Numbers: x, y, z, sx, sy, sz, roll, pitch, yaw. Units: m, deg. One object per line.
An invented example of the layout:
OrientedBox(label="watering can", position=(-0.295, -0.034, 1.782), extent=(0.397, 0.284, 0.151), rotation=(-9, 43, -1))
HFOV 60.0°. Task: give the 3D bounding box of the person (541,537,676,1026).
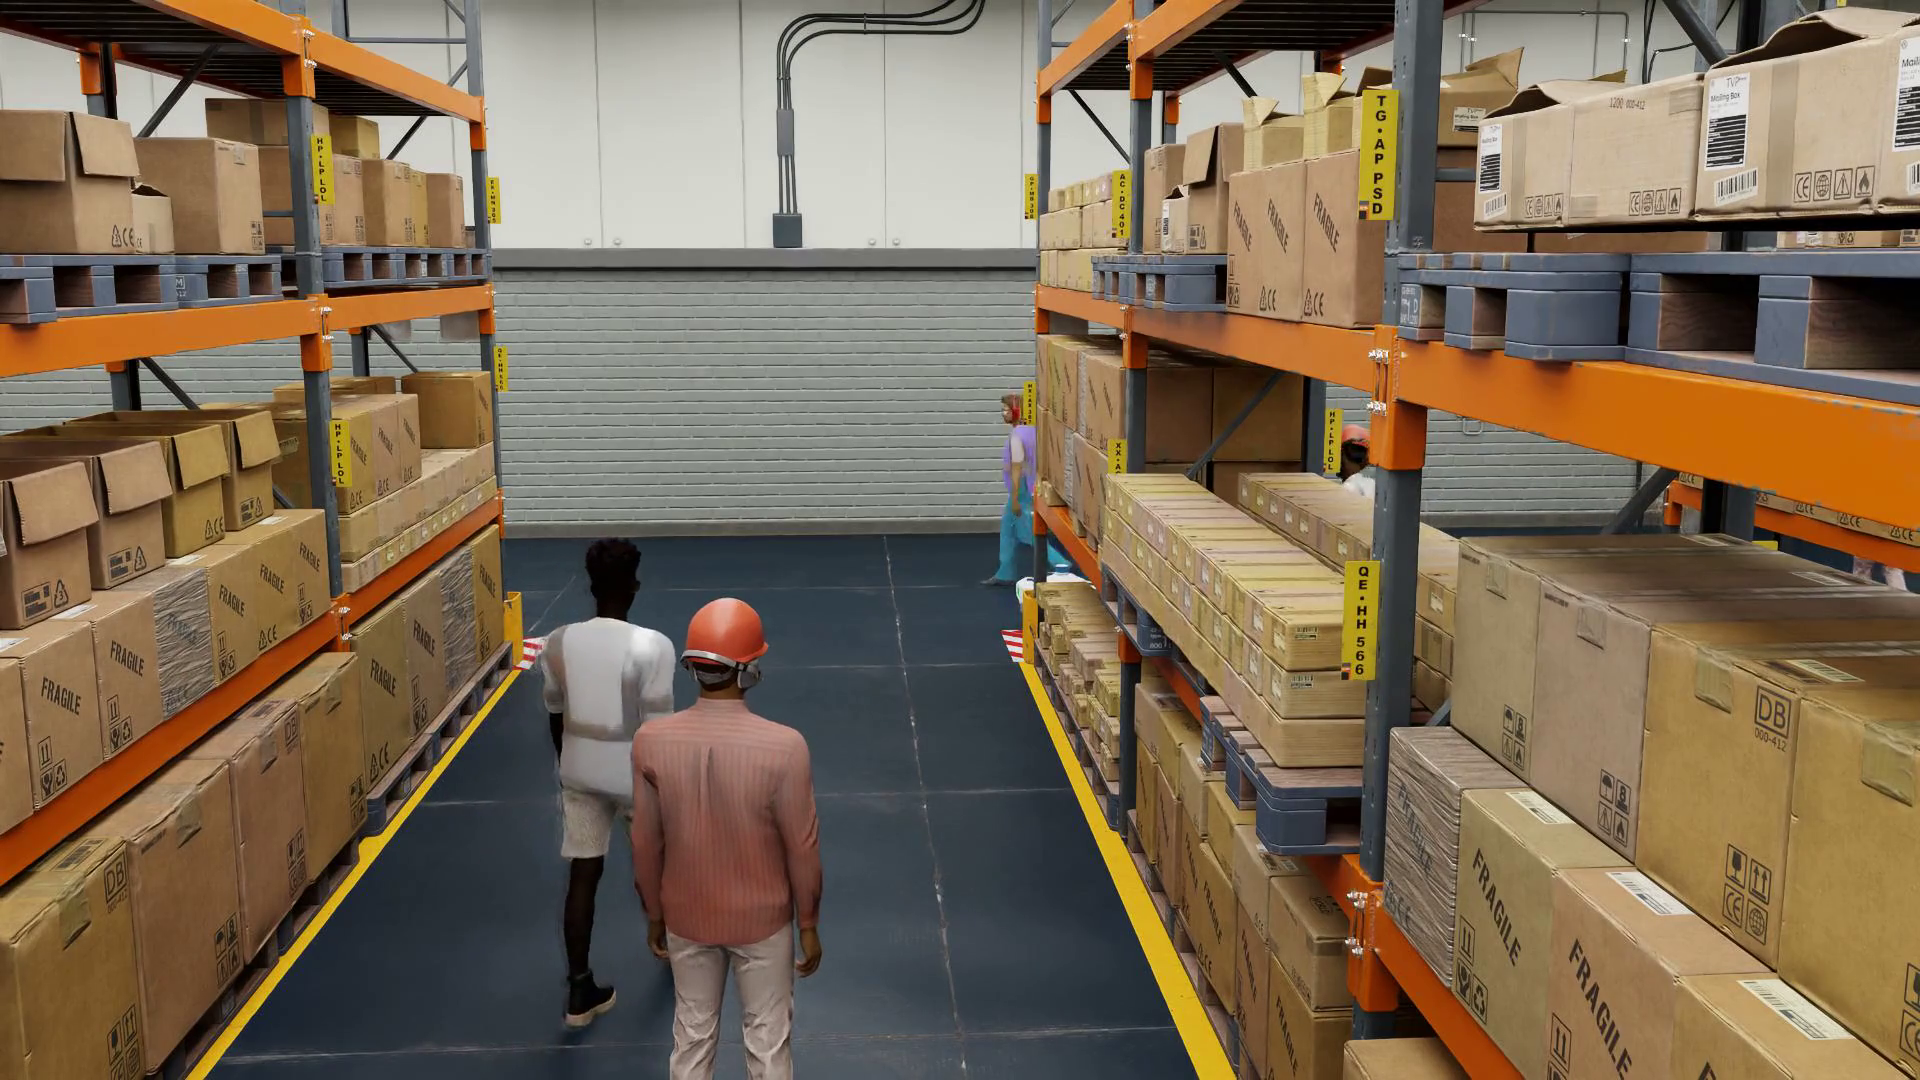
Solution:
OrientedBox(label="person", position=(-1.388, 0.928, 6.839), extent=(0.636, 1.908, 1.006), rotation=(3, 10, 16))

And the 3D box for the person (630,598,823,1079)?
OrientedBox(label="person", position=(-0.716, 1.166, 5.211), extent=(0.611, 1.996, 0.378), rotation=(2, 10, 13))

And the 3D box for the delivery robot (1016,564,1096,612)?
OrientedBox(label="delivery robot", position=(0.821, 0.439, 13.450), extent=(0.707, 0.478, 0.477), rotation=(3, 10, 20))

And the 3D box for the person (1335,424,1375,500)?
OrientedBox(label="person", position=(2.466, 0.280, 10.442), extent=(0.527, 1.991, 0.676), rotation=(6, 11, 31))

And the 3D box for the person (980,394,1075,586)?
OrientedBox(label="person", position=(0.621, -0.432, 15.194), extent=(0.839, 1.811, 0.567), rotation=(2, 10, 11))

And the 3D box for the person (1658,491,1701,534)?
OrientedBox(label="person", position=(6.303, -0.317, 14.168), extent=(0.672, 1.915, 0.658), rotation=(-1, 10, -7))

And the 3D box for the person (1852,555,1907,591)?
OrientedBox(label="person", position=(7.282, -0.151, 13.064), extent=(0.668, 1.964, 0.699), rotation=(3, 10, 19))
